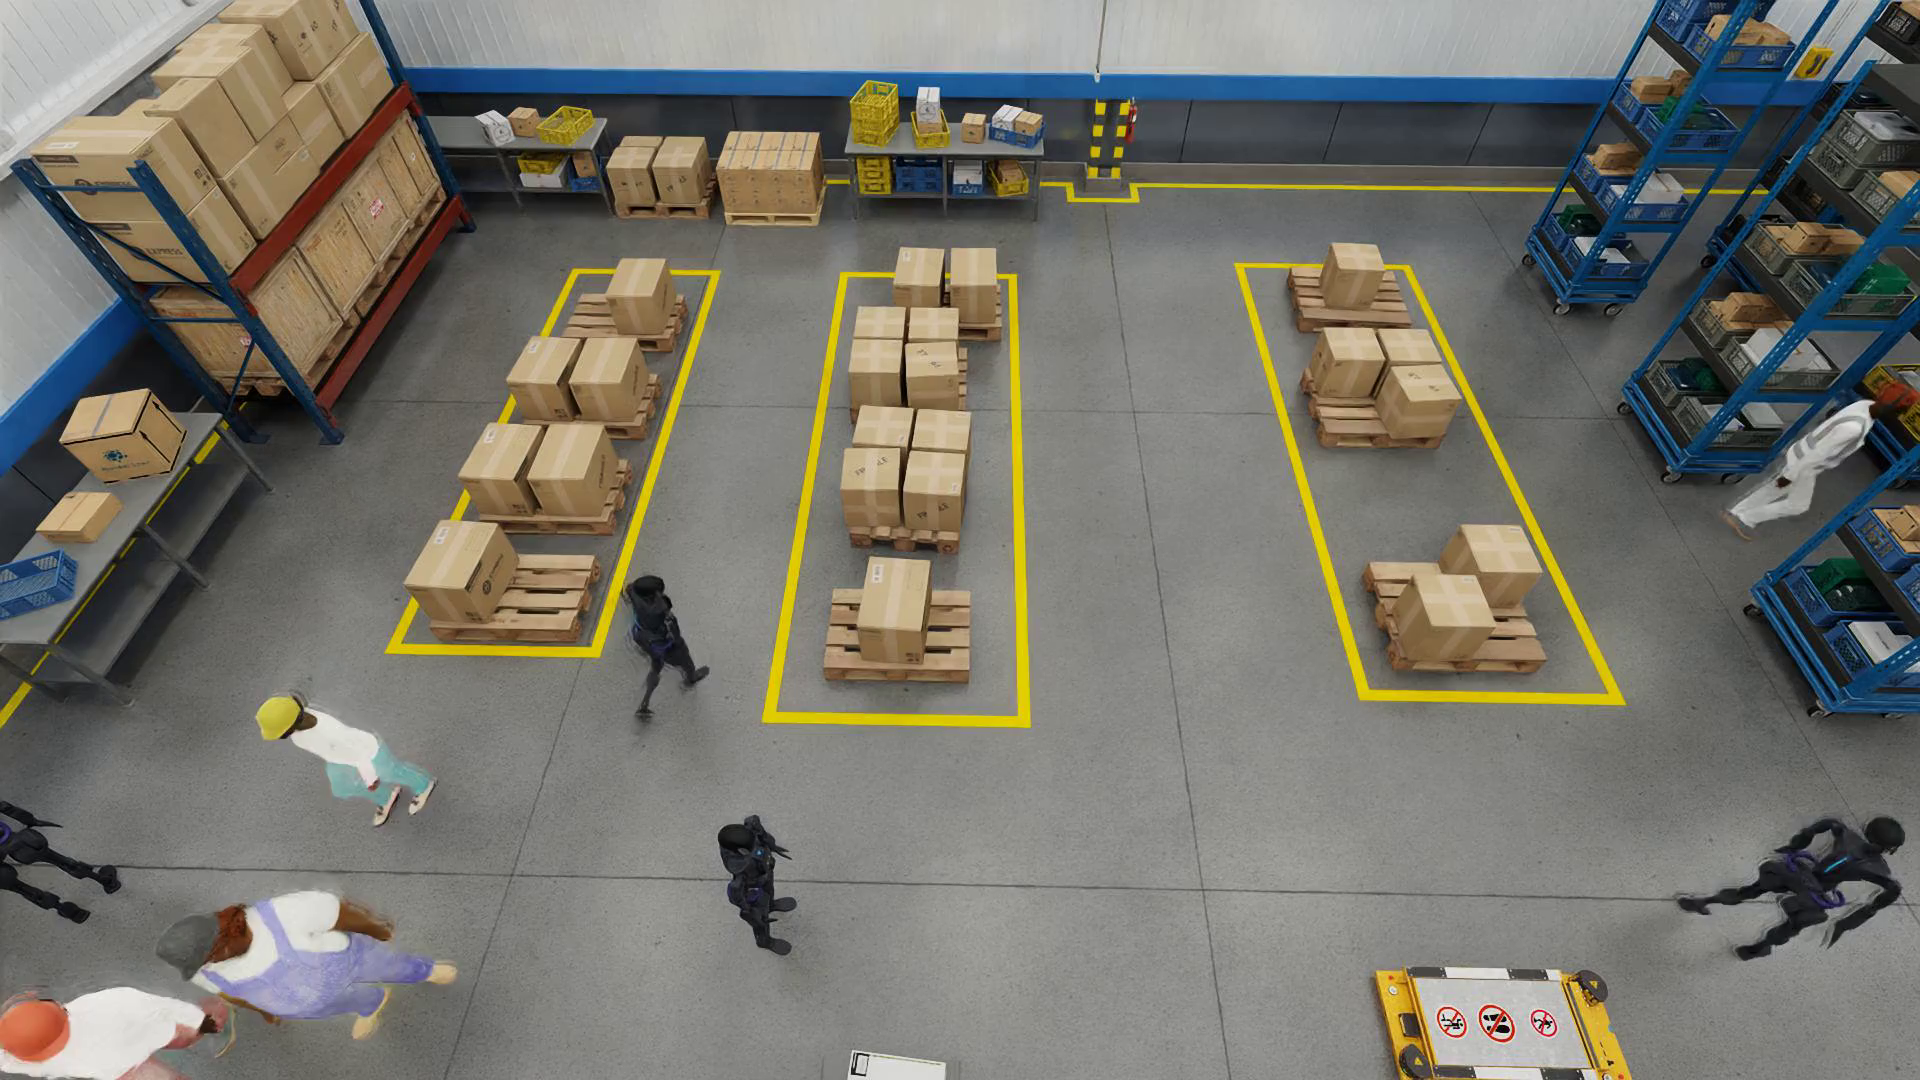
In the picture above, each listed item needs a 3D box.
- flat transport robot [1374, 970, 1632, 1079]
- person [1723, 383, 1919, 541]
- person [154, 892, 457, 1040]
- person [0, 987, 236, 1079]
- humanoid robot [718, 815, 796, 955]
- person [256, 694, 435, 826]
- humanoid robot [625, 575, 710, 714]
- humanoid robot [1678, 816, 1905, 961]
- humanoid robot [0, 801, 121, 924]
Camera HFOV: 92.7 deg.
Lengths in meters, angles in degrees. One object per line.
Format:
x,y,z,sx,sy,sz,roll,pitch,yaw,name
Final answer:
3.501,3.133,5.914,1.431,0.197,0.652,1,51,1,flat transport robot
7.422,-0.654,7.993,0.655,1.859,0.472,-32,58,-24,person
-3.727,2.484,5.319,0.805,2.000,0.535,-27,56,-20,person
-4.619,2.827,5.119,0.681,1.926,1.016,-33,58,-24,person
-1.263,2.171,5.799,0.327,1.657,0.589,1,51,1,humanoid robot
-4.225,1.513,6.300,0.579,1.739,0.571,14,52,12,person
-2.312,0.792,6.951,0.610,1.631,0.628,24,55,19,humanoid robot
5.349,2.224,5.789,0.470,1.636,0.633,-6,51,-5,humanoid robot
-6.236,2.025,5.915,0.327,1.660,0.589,24,55,18,humanoid robot
